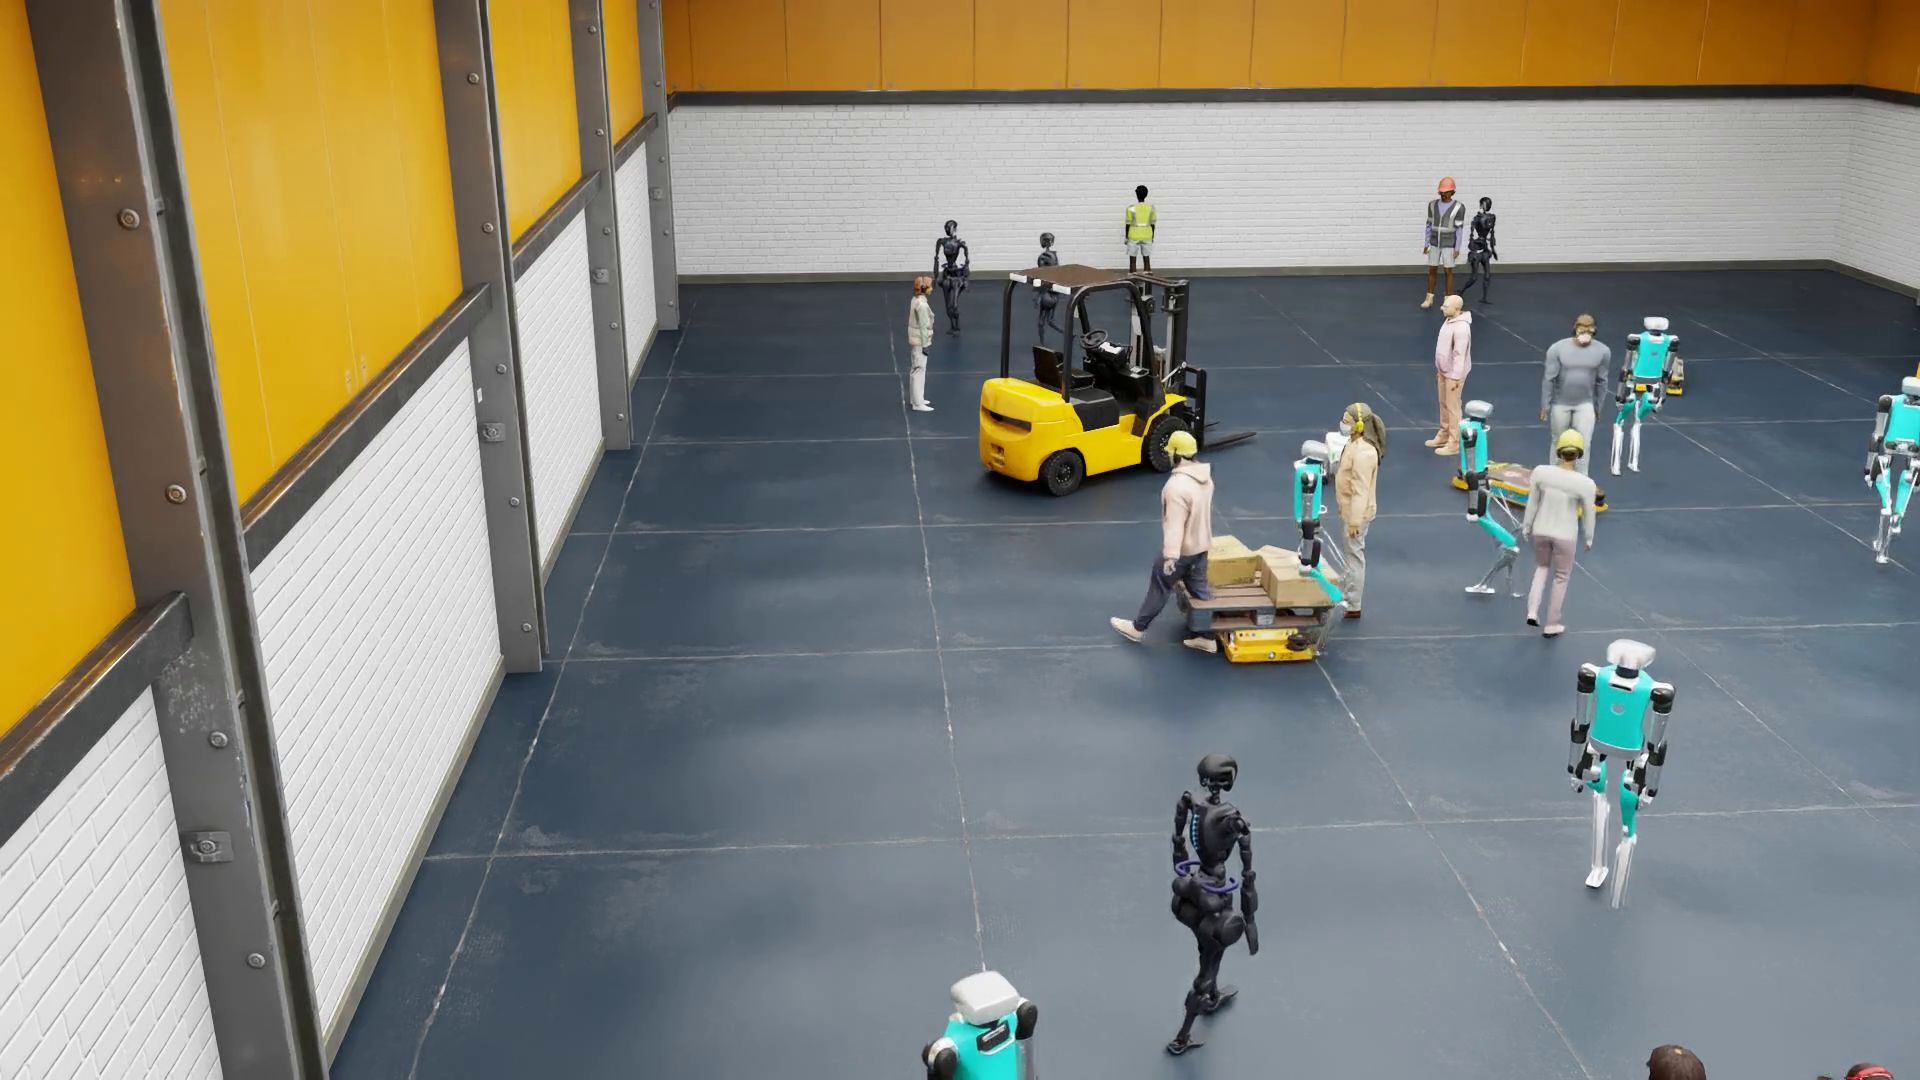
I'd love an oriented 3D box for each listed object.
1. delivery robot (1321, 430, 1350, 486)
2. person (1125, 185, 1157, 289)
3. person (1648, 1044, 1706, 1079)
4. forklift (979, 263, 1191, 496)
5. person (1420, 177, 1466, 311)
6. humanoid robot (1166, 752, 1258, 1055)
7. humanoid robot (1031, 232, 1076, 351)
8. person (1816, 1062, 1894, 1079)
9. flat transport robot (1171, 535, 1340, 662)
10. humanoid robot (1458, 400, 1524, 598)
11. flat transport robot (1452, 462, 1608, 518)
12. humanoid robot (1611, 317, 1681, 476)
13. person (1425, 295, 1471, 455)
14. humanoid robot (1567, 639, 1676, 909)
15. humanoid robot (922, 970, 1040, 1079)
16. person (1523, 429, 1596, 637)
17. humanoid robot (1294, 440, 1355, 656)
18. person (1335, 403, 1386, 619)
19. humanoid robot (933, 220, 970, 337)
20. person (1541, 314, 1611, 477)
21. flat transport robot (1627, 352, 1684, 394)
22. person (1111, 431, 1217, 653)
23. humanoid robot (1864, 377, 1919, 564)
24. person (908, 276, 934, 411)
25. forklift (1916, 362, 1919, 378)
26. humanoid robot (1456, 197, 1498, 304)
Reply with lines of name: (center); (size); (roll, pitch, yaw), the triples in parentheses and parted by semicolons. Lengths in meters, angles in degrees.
delivery robot: (4.066, -0.874, 17.611); (0.499, 0.606, 0.781); (2, 20, 6)
person: (2.908, -4.868, 26.827); (0.528, 1.688, 0.322); (-4, 21, -11)
person: (2.570, 2.663, 6.196); (0.467, 1.769, 0.378); (-5, 21, -14)
forklift: (1.315, -1.764, 17.646); (2.313, 2.155, 1.214); (-14, 24, -33)
person: (7.355, -4.515, 25.383); (0.601, 2.035, 0.413); (17, 26, 38)
humanoid robot: (1.336, 1.841, 8.598); (0.699, 1.631, 0.601); (-14, 24, -34)
humanoid robot: (1.280, -3.391, 22.844); (0.564, 1.639, 0.593); (8, 22, 20)
person: (3.317, 2.682, 6.323); (0.494, 1.645, 0.448); (-3, 20, -7)
flat transport robot: (2.410, 0.647, 13.864); (0.659, 0.231, 1.431); (-2, 20, -5)
humanoid robot: (4.654, -0.260, 14.322); (0.860, 1.865, 0.530); (8, 22, 22)
flat transport robot: (5.828, -0.514, 17.027); (0.659, 0.231, 1.431); (-13, 24, -31)
humanoid robot: (7.206, -1.563, 17.692); (0.542, 1.745, 0.757); (2, 20, 4)
person: (5.463, -1.836, 18.449); (0.408, 1.775, 0.526); (-2, 20, -5)
humanoid robot: (3.918, 1.375, 9.864); (0.540, 1.840, 0.787); (14, 24, 33)
humanoid robot: (0.226, 2.555, 6.519); (0.544, 1.731, 0.973); (-17, 26, -38)
person: (4.892, -0.052, 13.594); (0.535, 1.752, 0.374); (18, 27, 40)
humanoid robot: (2.934, 0.079, 13.239); (0.639, 1.777, 0.532); (3, 20, 9)
person: (3.328, -0.245, 13.982); (0.395, 1.871, 0.558); (2, 20, 6)
humanoid robot: (-0.126, -3.755, 23.811); (0.608, 1.646, 0.479); (10, 22, 26)
person: (6.205, -1.317, 16.825); (0.648, 1.915, 0.742); (5, 21, 13)
flat transport robot: (8.980, -2.153, 21.493); (0.659, 0.231, 1.431); (8, 22, 20)
person: (1.705, 0.009, 13.358); (0.932, 1.821, 0.816); (13, 24, 32)
humanoid robot: (8.532, -0.551, 15.089); (0.551, 1.778, 1.059); (7, 21, 19)
person: (-0.472, -2.376, 20.125); (0.314, 1.632, 0.517); (-4, 21, -10)
forklift: (12.602, -2.435, 19.475); (2.313, 2.155, 1.214); (-1, 20, -4)
humanoid robot: (8.100, -4.516, 25.898); (0.616, 1.646, 0.539); (-13, 24, -31)
